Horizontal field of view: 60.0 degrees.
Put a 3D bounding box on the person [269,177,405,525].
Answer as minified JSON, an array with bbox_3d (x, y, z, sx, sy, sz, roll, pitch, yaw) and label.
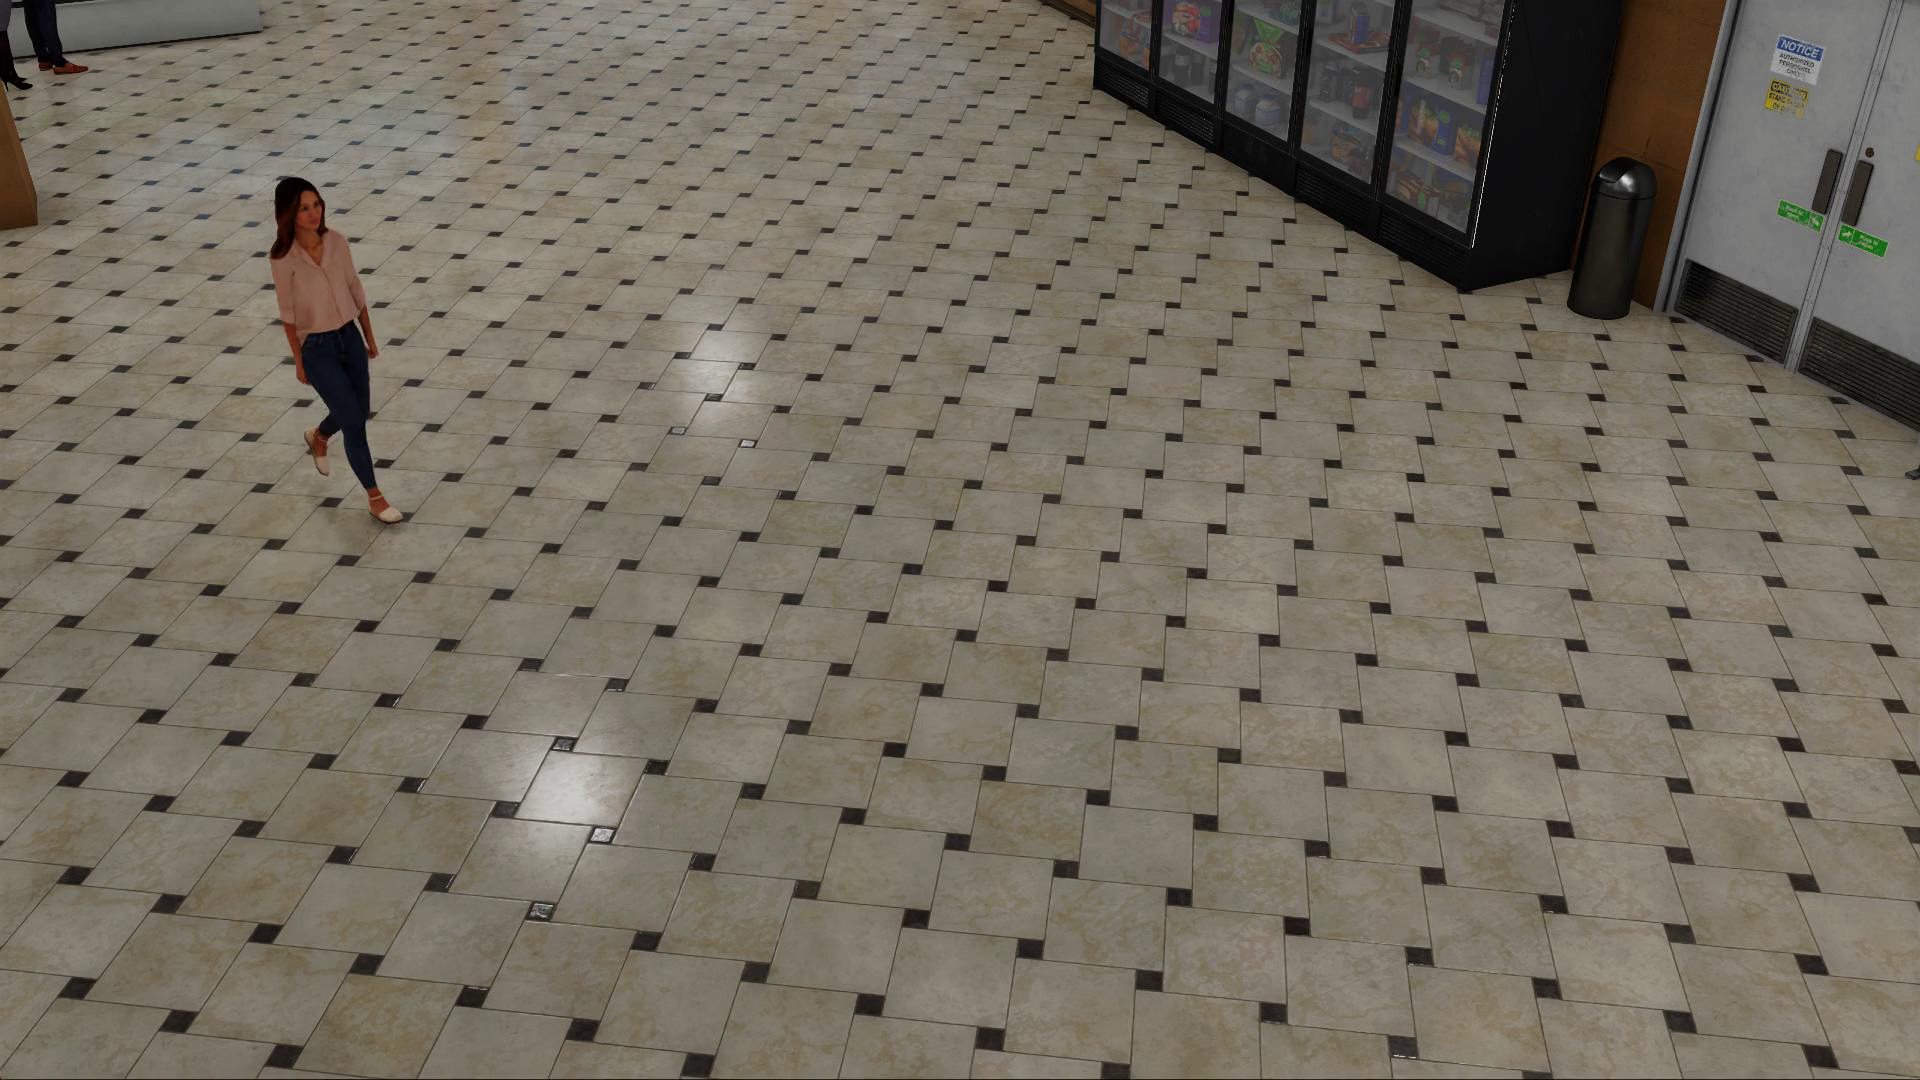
[{"bbox_3d":[-3.164,-0.953,8.254,0.961,1.767,1.062,22,38,31],"label":"person"}]

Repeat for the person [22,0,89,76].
[{"bbox_3d":[-8.340,-5.122,14.899,0.782,1.824,0.754,24,39,33],"label":"person"}]
